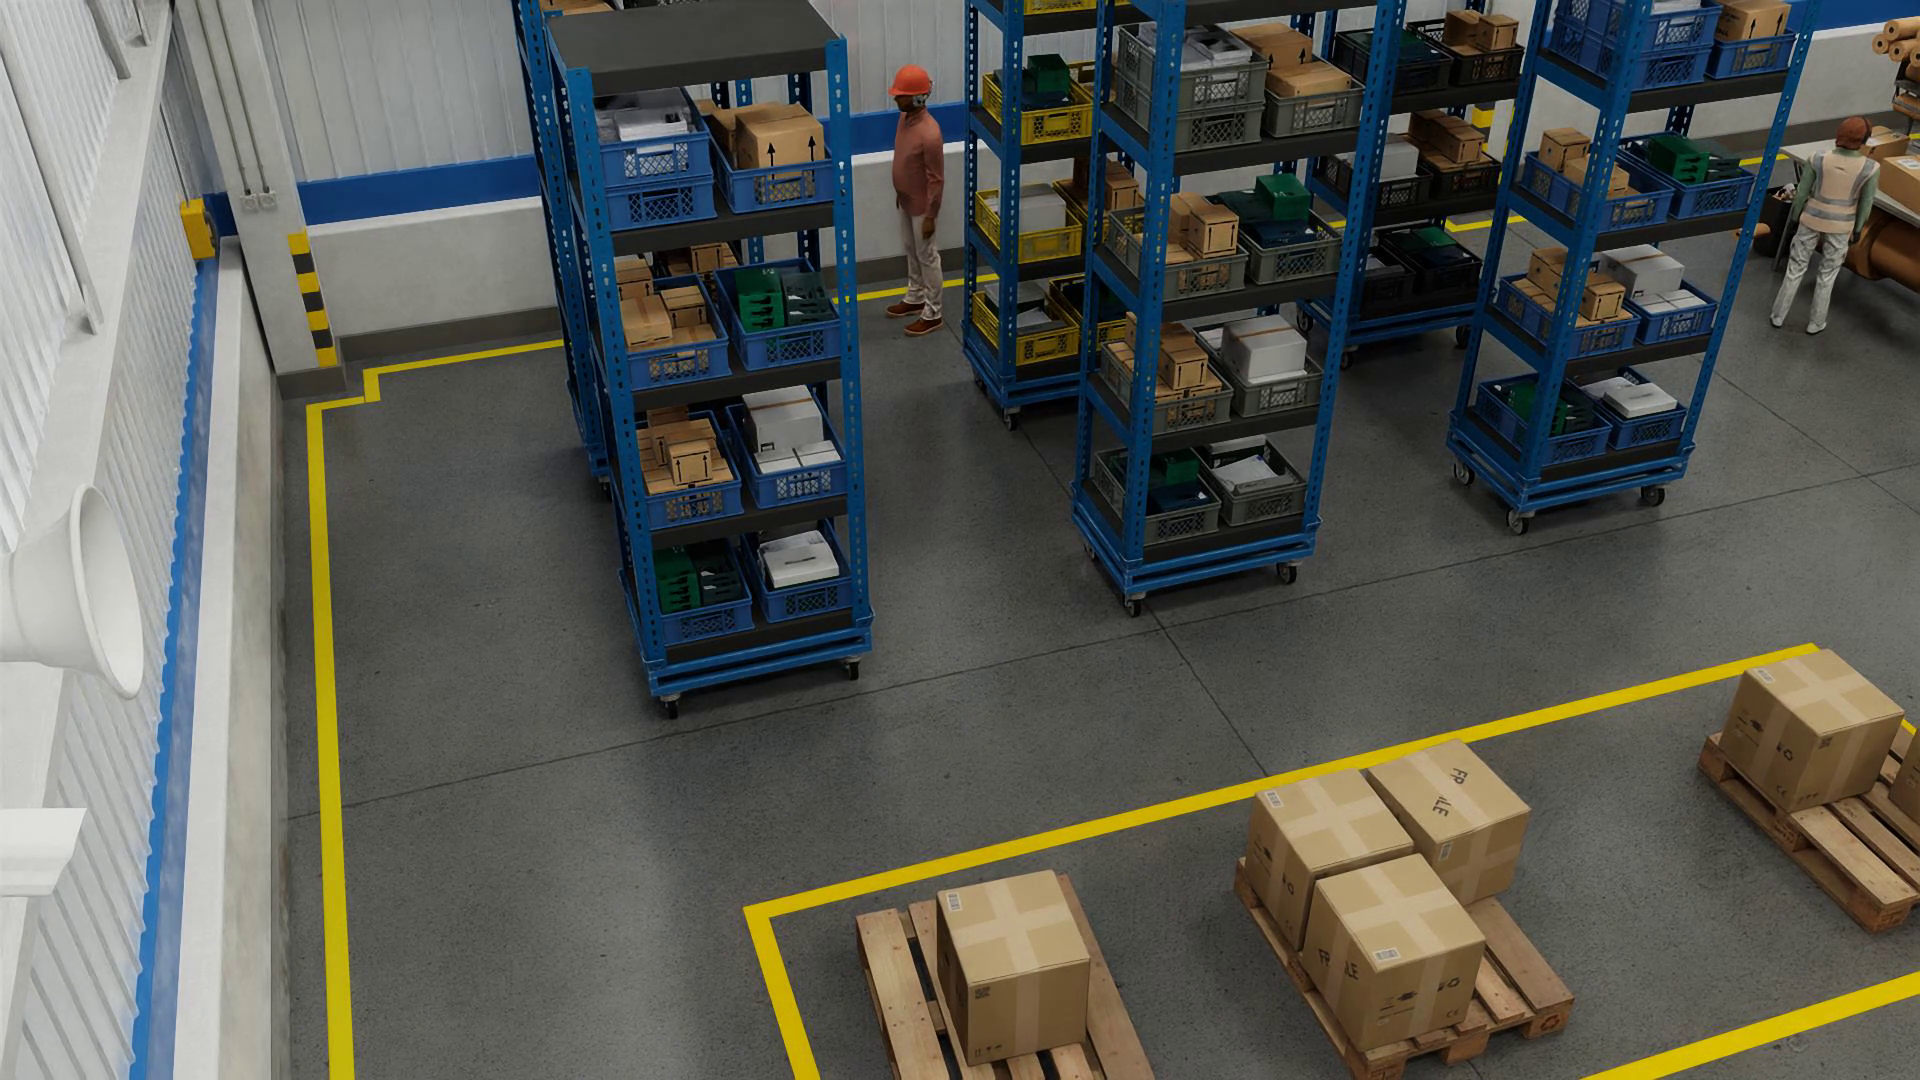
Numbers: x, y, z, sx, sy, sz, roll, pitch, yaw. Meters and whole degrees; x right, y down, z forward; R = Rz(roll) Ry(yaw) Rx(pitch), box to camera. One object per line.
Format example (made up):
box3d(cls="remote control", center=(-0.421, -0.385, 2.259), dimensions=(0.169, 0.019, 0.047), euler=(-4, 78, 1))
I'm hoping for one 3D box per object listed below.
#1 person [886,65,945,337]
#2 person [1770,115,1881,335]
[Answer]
box3d(cls="person", center=(-0.319, -2.455, 12.028), dimensions=(0.381, 1.994, 0.621), euler=(-15, 38, -20))
box3d(cls="person", center=(6.283, -2.275, 12.081), dimensions=(0.514, 1.636, 0.310), euler=(20, 40, 26))
